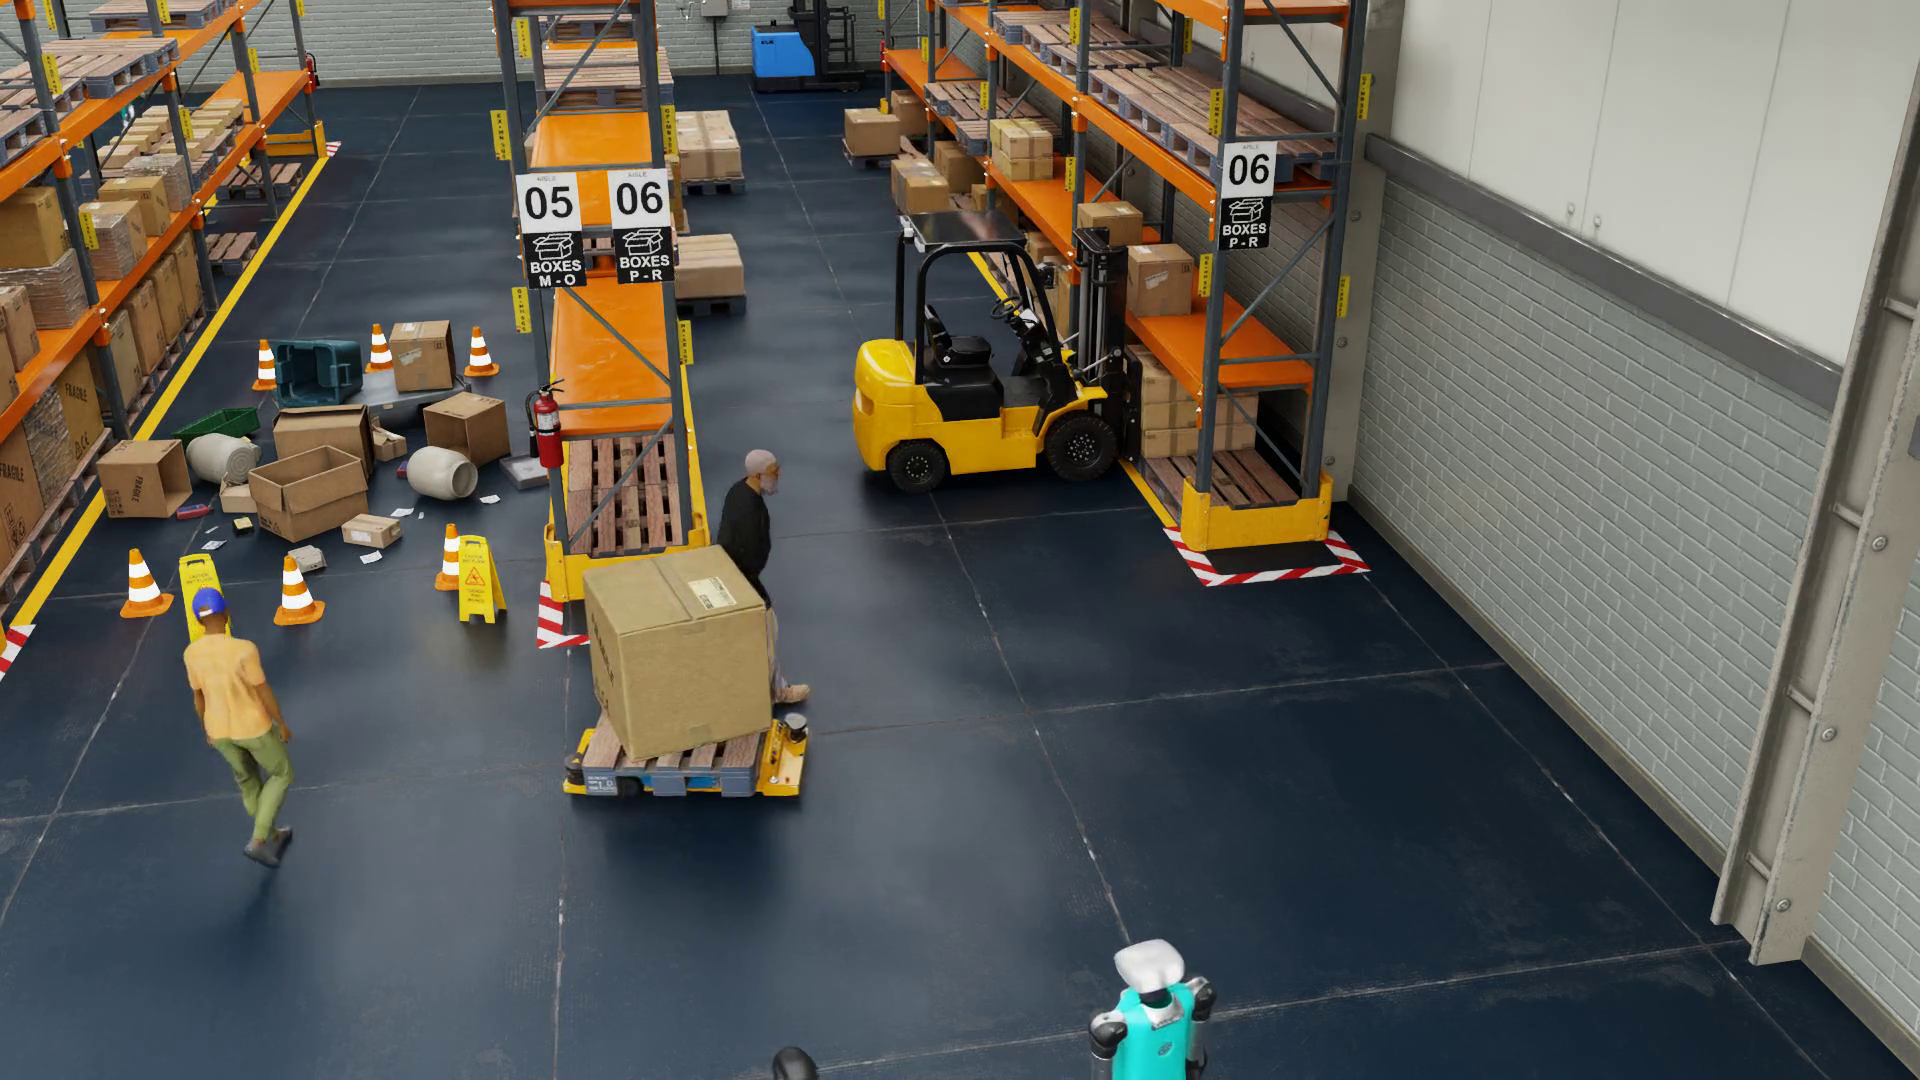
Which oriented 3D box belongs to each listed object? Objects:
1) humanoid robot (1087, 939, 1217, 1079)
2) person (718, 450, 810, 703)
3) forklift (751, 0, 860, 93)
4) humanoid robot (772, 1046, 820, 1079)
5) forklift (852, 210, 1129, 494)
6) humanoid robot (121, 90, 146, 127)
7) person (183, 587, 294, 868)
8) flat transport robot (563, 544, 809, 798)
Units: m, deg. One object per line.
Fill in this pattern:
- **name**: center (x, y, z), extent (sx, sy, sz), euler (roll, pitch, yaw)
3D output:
- **humanoid robot**: center (0.630, 2.258, 6.703), extent (0.537, 1.778, 0.672), euler (-12, 28, -24)
- **person**: center (-1.393, 0.257, 10.837), extent (0.691, 1.803, 0.539), euler (-7, 27, -15)
- **forklift**: center (-2.872, -9.679, 30.288), extent (1.873, 2.768, 1.129), euler (-5, 26, -10)
- **humanoid robot**: center (-0.687, 2.528, 6.236), extent (0.601, 1.638, 0.453), euler (-18, 31, -33)
- **forklift**: center (0.216, -1.659, 14.366), extent (2.313, 2.155, 1.214), euler (-5, 26, -10)
- **humanoid robot**: center (-13.147, -7.086, 26.193), extent (0.546, 1.768, 0.921), euler (-22, 33, -38)
- **person**: center (-3.991, 1.070, 9.256), extent (0.509, 1.678, 0.562), euler (3, 26, 5)
- **flat transport robot**: center (-1.688, 1.334, 10.350), extent (1.431, 0.231, 0.659), euler (0, 26, 1)
